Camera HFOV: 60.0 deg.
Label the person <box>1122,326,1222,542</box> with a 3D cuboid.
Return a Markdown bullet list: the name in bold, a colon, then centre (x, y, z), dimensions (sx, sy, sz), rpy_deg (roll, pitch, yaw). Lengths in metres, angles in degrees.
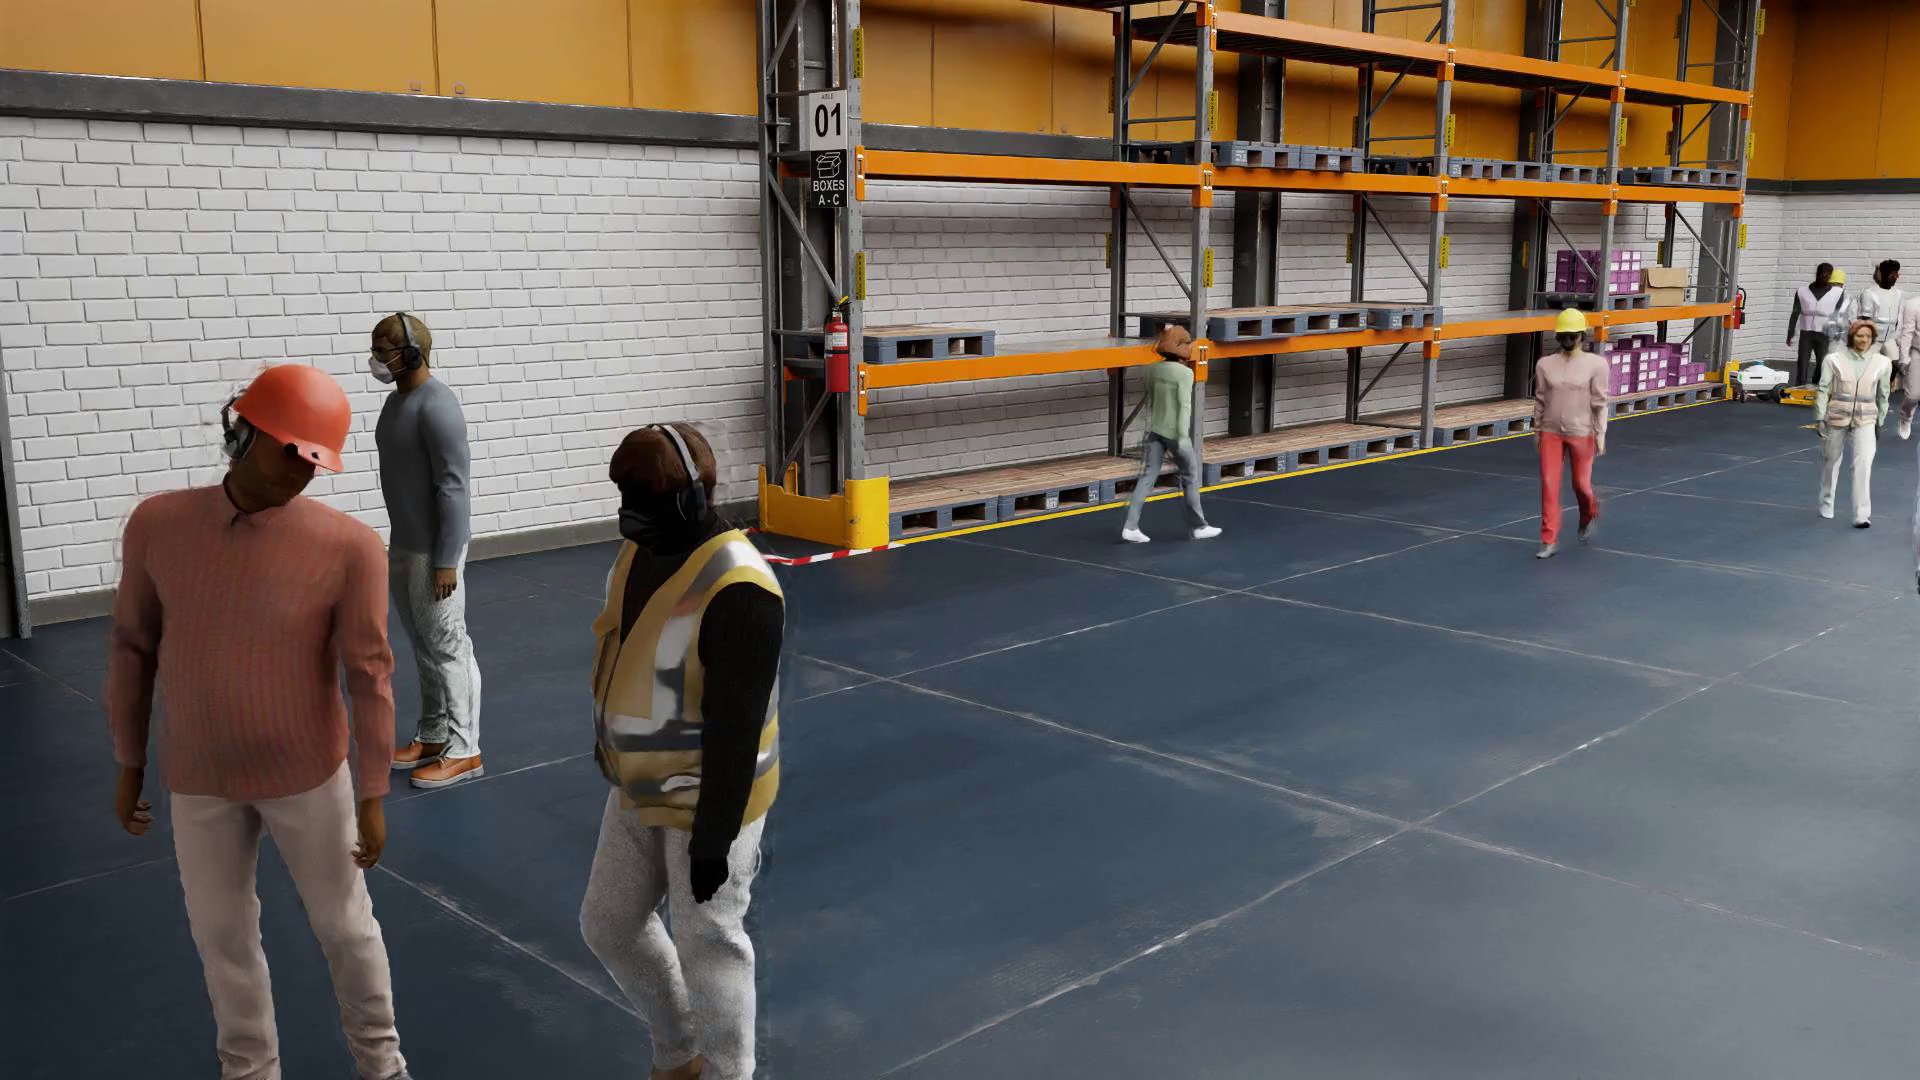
- **person**: centre (1.535, -0.770, 12.174), dimensions (0.850, 1.587, 0.514), rpy_deg (-6, 12, -31)

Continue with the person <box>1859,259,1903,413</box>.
- **person**: centre (11.552, -2.545, 20.891), dimensions (0.614, 1.943, 0.525), rpy_deg (-2, 10, -8)

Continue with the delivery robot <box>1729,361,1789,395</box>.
- **delivery robot**: centre (10.733, -2.167, 22.361), dimensions (0.707, 0.478, 0.477), rpy_deg (-1, 10, -3)

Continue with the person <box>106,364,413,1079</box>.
- **person**: centre (-1.652, 0.554, 3.997), dimensions (0.722, 1.948, 0.413), rpy_deg (0, 10, 0)

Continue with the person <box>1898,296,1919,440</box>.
- **person**: centre (10.338, -1.932, 17.725), dimensions (0.644, 1.880, 0.786), rpy_deg (4, 11, 19)

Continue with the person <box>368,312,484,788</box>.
- **person**: centre (-2.192, 0.039, 6.814), dimensions (0.355, 1.936, 0.635), rpy_deg (-8, 13, -36)

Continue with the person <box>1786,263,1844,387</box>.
- **person**: centre (11.520, -2.793, 22.432), dimensions (0.681, 1.887, 0.679), rpy_deg (6, 12, 30)

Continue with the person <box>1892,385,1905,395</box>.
- **person**: centre (13.630, -2.891, 23.236), dimensions (0.873, 1.781, 0.603), rpy_deg (2, 11, 9)

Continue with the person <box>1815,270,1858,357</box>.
- **person**: centre (11.687, -2.730, 22.358), dimensions (0.898, 1.785, 0.582), rpy_deg (-9, 14, -40)

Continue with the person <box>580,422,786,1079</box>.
- **person**: centre (-0.659, 0.620, 3.969), dimensions (0.463, 1.818, 0.645), rpy_deg (-7, 13, -35)

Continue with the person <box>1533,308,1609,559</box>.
- **person**: centre (4.299, -0.763, 11.704), dimensions (0.528, 1.743, 0.735), rpy_deg (7, 13, 35)

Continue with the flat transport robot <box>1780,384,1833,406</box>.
- **flat transport robot**: centre (11.479, -1.932, 22.110), dimensions (0.652, 0.197, 1.431), rpy_deg (9, 14, 42)

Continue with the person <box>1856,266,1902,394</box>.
- **person**: centre (12.771, -2.890, 23.055), dimensions (0.872, 1.855, 0.602), rpy_deg (-5, 12, -27)

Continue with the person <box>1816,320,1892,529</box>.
- **person**: centre (6.914, -0.905, 12.911), dimensions (0.517, 1.591, 0.877), rpy_deg (4, 11, 20)

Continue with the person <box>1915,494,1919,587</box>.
- **person**: centre (4.313, 0.073, 6.955), dimensions (0.638, 1.819, 0.730), rpy_deg (0, 10, 2)
